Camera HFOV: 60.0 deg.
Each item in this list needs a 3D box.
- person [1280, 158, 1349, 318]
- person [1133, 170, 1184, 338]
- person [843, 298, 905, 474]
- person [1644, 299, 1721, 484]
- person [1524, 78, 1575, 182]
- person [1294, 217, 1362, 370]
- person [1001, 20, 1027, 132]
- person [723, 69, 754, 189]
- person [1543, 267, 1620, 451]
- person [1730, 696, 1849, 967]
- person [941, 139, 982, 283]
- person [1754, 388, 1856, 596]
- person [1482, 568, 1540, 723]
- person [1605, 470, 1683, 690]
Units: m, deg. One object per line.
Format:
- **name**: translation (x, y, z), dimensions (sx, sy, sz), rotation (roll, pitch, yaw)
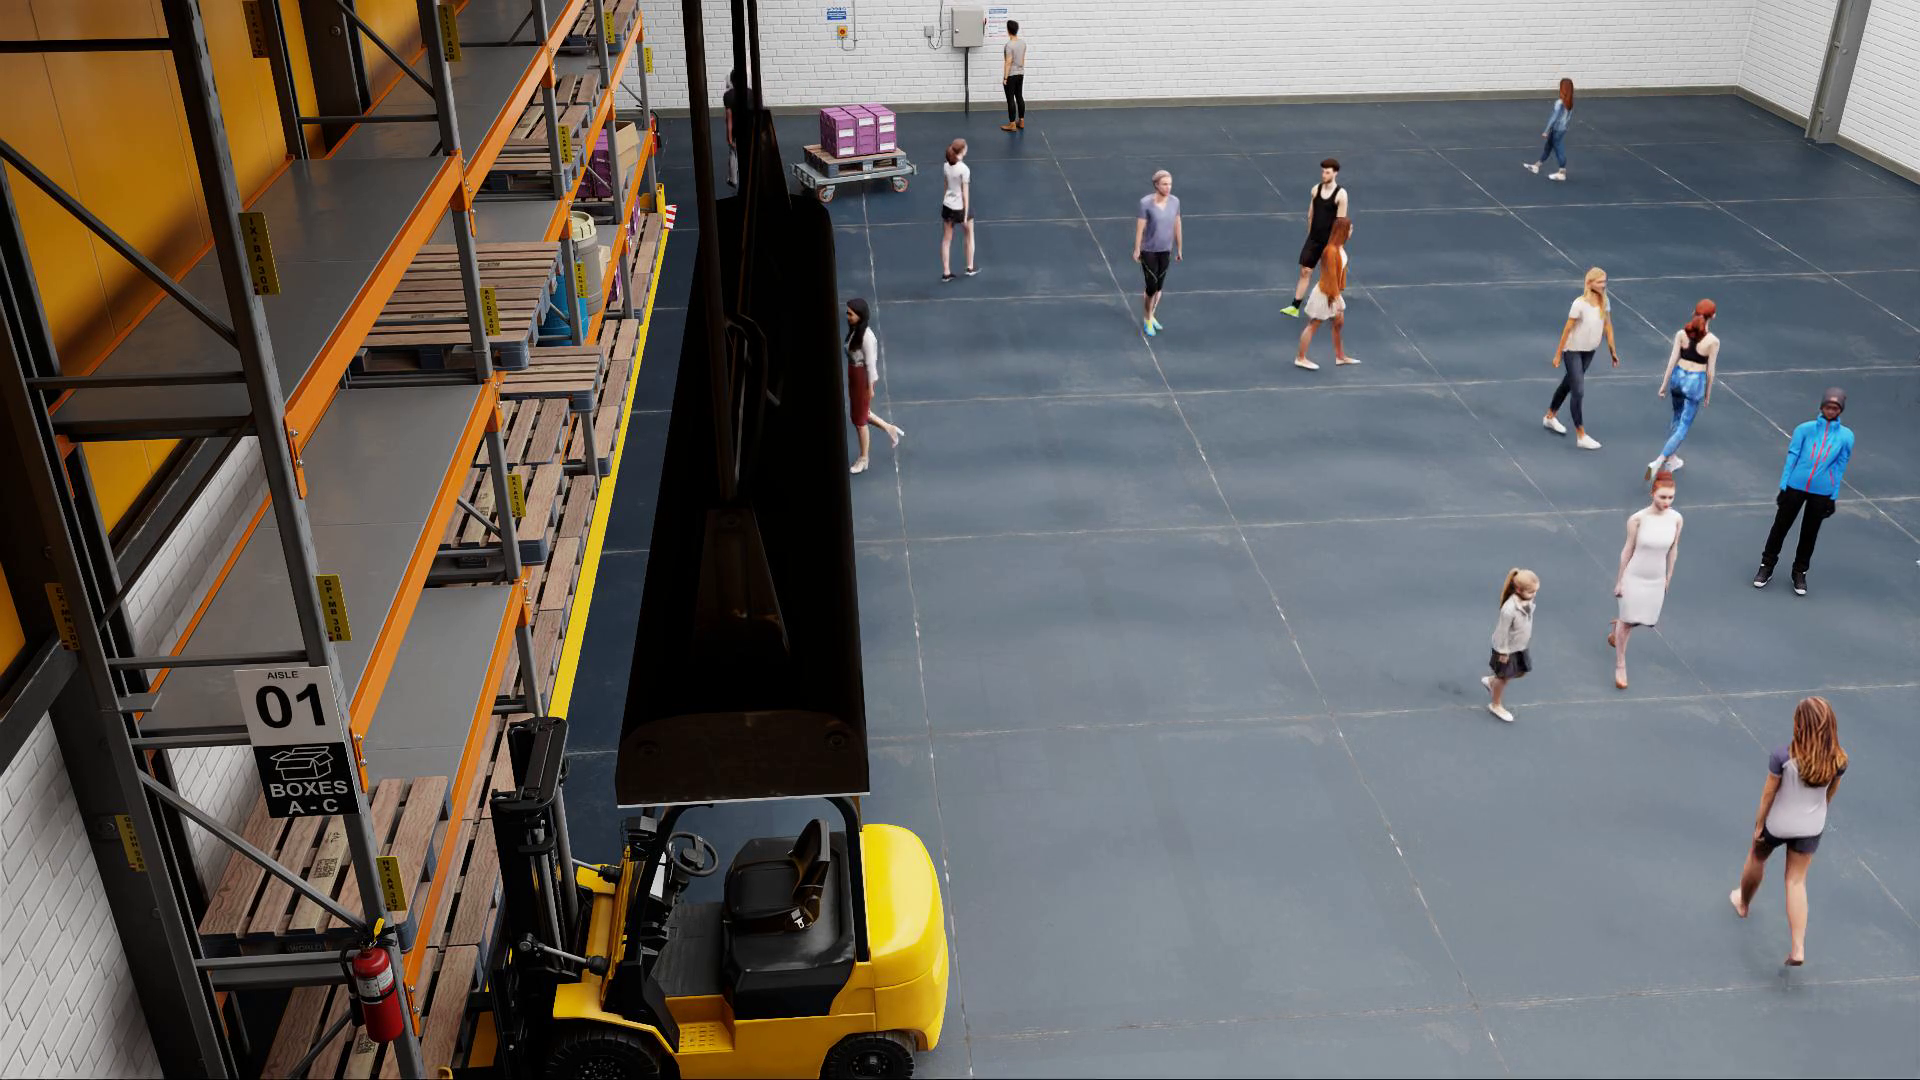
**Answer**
- **person**: translation (4.253, -3.480, 19.207), dimensions (1.094, 1.862, 1.140), rotation (24, 36, 36)
- **person**: translation (2.176, -3.281, 18.835), dimensions (0.794, 1.869, 0.845), rotation (-11, 30, -19)
- **person**: translation (-0.855, -1.456, 15.626), dimensions (0.830, 1.738, 0.849), rotation (-14, 32, -24)
- **person**: translation (6.678, -1.326, 15.361), dimensions (1.071, 1.764, 1.088), rotation (-25, 37, -38)
- **person**: translation (8.760, -5.934, 24.130), dimensions (0.963, 1.456, 0.924), rotation (19, 34, 31)
- **person**: translation (3.841, -2.631, 17.830), dimensions (0.946, 1.691, 0.968), rotation (13, 31, 22)
- **person**: translation (0.861, -7.439, 26.617), dimensions (0.726, 1.716, 0.682), rotation (25, 37, 37)
- **person**: translation (-3.011, -5.652, 23.302), dimensions (1.011, 1.753, 1.340), rotation (-15, 32, -25)
- **person**: translation (5.987, -1.835, 16.287), dimensions (0.917, 1.770, 1.142), rotation (-17, 33, -28)
- **person**: translation (4.942, 1.735, 9.813), dimensions (0.771, 1.703, 1.098), rotation (4, 29, 8)
- **person**: translation (-0.110, -3.985, 20.271), dimensions (0.838, 1.729, 0.928), rotation (16, 33, 27)
- **person**: translation (6.978, -0.418, 13.667), dimensions (0.699, 1.792, 0.710), rotation (13, 31, 22)
- **person**: translation (3.966, 0.724, 12.125), dimensions (0.676, 1.262, 0.741), rotation (-23, 36, -35)
- **person**: translation (5.069, 0.262, 12.423), dimensions (0.621, 1.789, 0.778), rotation (2, 29, 3)
